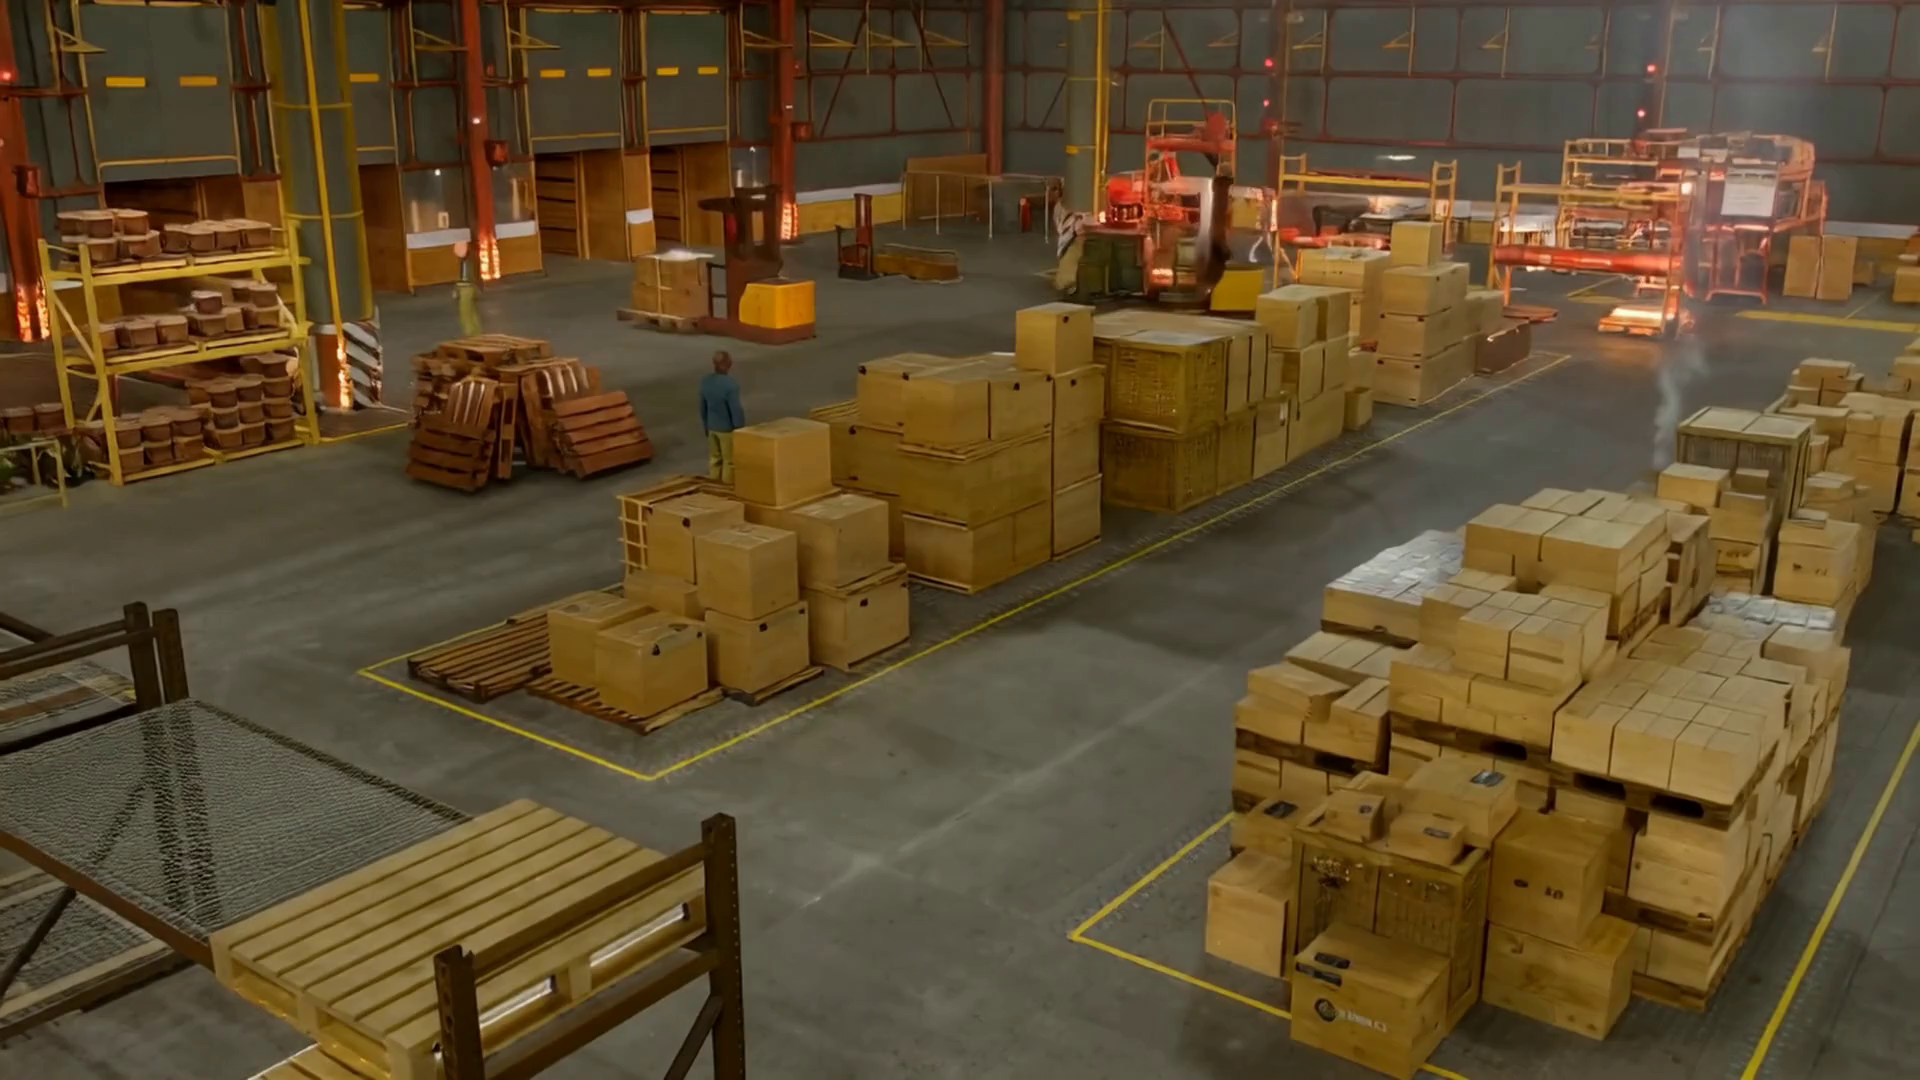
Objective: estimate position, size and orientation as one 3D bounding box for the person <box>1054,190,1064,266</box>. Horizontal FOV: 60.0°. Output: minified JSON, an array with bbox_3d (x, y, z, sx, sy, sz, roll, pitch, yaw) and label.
[{"bbox_3d":[2.599,-7.682,40.815,0.629,1.939,0.372,13,21,37],"label":"person"}]

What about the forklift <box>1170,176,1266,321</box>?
[{"bbox_3d":[5.081,-5.688,32.609,1.873,2.768,1.129,3,17,10],"label":"forklift"}]

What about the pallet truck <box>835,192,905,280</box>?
[{"bbox_3d":[-1.936,-7.159,38.982,1.885,1.965,0.823,-12,21,-34],"label":"pallet truck"}]

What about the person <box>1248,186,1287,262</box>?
[{"bbox_3d":[7.703,-7.874,41.533,1.011,1.882,0.566,4,17,13],"label":"person"}]

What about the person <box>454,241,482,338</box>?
[{"bbox_3d":[-9.133,-4.562,30.602,0.675,1.861,0.604,-12,21,-35],"label":"person"}]

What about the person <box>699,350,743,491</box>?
[{"bbox_3d":[-2.787,-1.275,19.600,0.629,1.939,0.372,13,21,37],"label":"person"}]

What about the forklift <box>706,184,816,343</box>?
[{"bbox_3d":[-3.717,-5.181,30.929,1.873,2.768,1.129,12,21,35],"label":"forklift"}]
